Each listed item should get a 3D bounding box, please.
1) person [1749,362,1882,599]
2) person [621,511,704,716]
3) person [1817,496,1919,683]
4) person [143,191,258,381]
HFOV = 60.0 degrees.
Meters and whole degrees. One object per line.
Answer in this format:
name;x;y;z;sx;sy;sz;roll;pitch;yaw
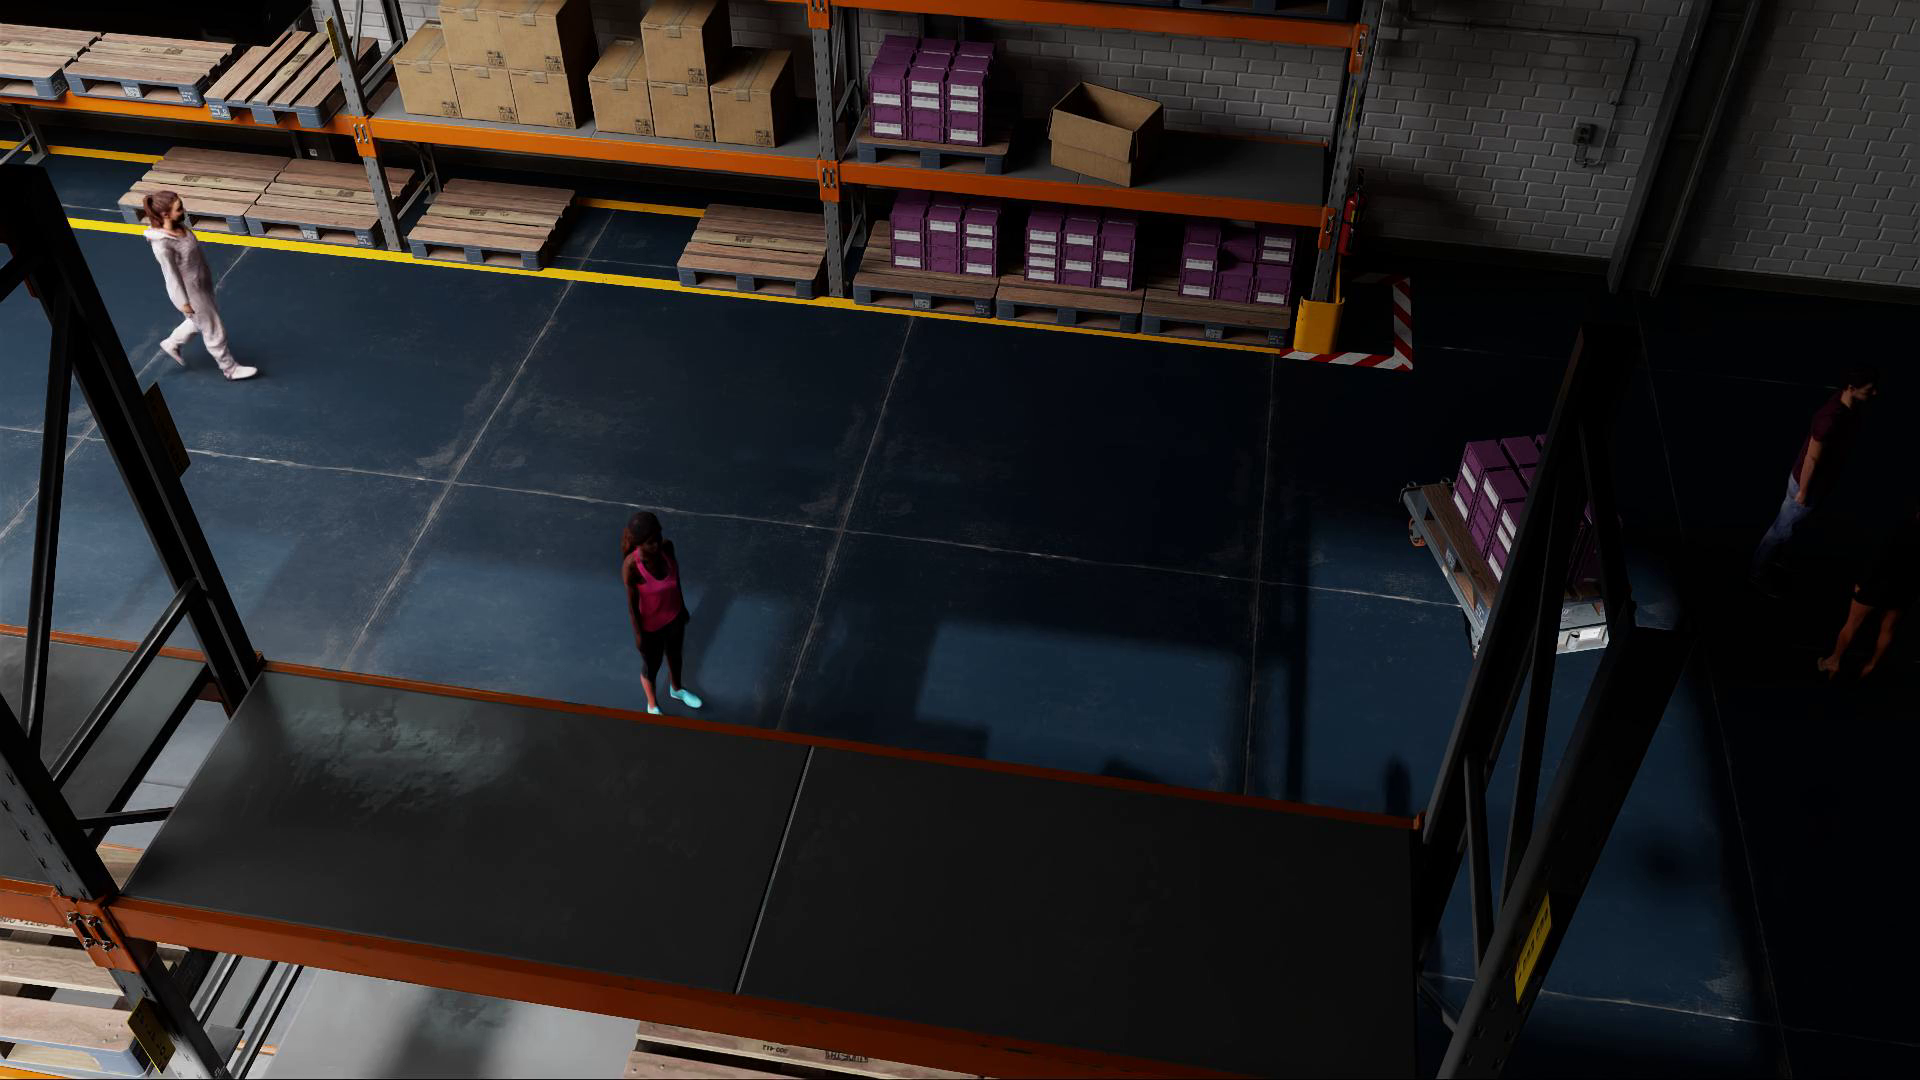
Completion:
person;5.718;-0.445;11.126;0.736;1.854;0.739;30;51;28
person;-1.863;0.470;10.259;0.692;1.724;0.660;31;52;29
person;5.871;0.301;10.497;0.556;1.640;0.619;9;44;9
person;-6.016;-1.940;12.827;1.016;1.672;0.791;-3;44;-3
